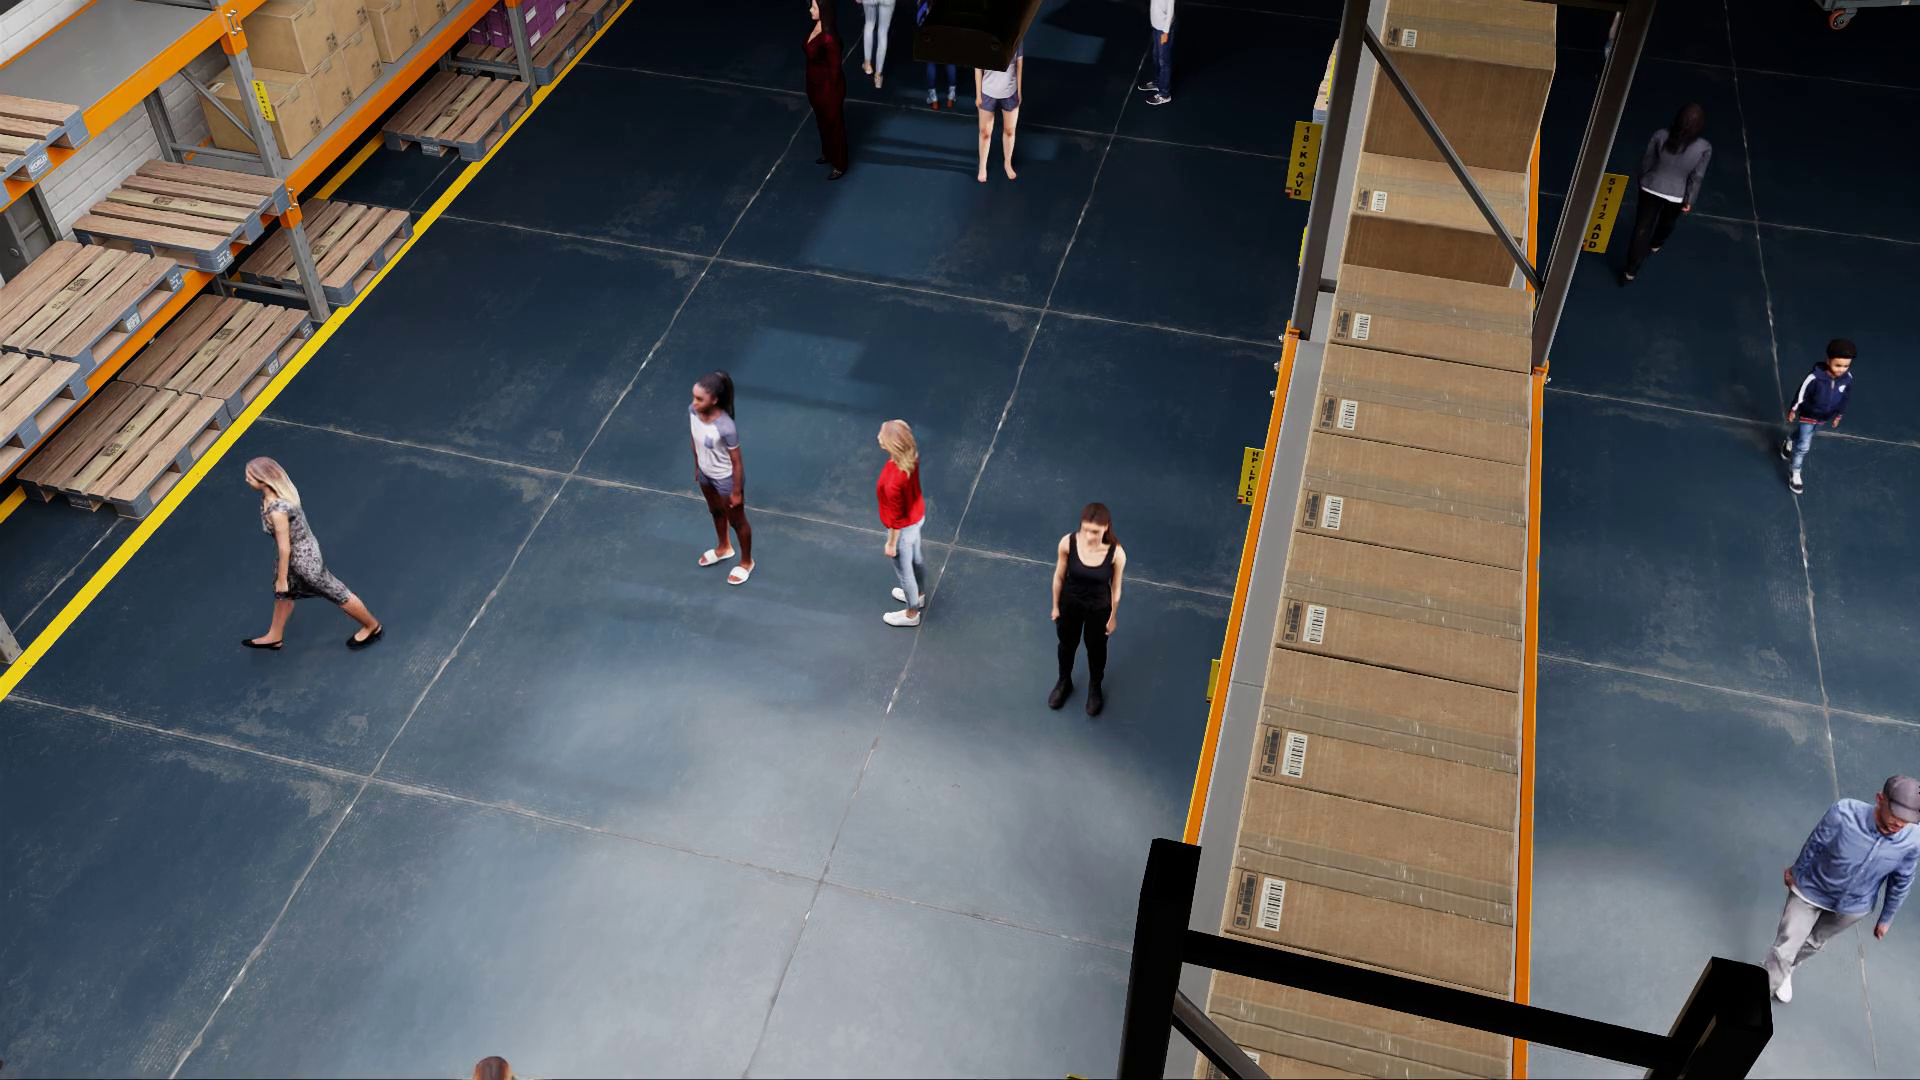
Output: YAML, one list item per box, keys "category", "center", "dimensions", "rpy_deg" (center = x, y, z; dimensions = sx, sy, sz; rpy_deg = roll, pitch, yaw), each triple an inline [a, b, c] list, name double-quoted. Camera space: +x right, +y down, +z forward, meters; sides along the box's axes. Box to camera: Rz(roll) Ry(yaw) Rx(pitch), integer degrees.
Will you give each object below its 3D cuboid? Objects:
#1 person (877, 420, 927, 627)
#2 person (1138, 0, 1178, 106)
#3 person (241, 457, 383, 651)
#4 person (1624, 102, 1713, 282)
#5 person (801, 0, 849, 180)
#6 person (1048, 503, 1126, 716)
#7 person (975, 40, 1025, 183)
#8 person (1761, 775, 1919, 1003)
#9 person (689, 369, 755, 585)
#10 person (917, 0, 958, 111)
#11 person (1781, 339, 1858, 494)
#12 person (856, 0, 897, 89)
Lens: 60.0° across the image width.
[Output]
- category: "person"
  center: [-0.374, -0.106, 10.959]
  dimensions: [0.671, 1.703, 0.439]
  rpy_deg: [11, 45, 11]
- category: "person"
  center: [2.002, -5.040, 16.244]
  dimensions: [0.679, 1.557, 0.577]
  rpy_deg: [-6, 44, -7]
- category: "person"
  center: [-4.146, 0.117, 10.758]
  dimensions: [1.065, 1.659, 1.117]
  rpy_deg: [-14, 45, -14]
- category: "person"
  center: [5.916, -2.900, 14.002]
  dimensions: [0.807, 1.552, 1.132]
  rpy_deg: [18, 47, 18]
- category: "person"
  center: [-1.208, -4.153, 15.168]
  dimensions: [0.820, 1.758, 0.741]
  rpy_deg: [-17, 46, -17]
- category: "person"
  center: [0.791, 0.417, 10.421]
  dimensions: [0.574, 1.689, 0.537]
  rpy_deg: [11, 45, 11]
- category: "person"
  center: [0.363, -4.073, 15.122]
  dimensions: [0.664, 1.706, 0.650]
  rpy_deg: [-7, 44, -7]
- category: "person"
  center: [4.647, 1.810, 8.827]
  dimensions: [0.720, 1.870, 0.887]
  rpy_deg: [15, 46, 15]
- category: "person"
  center: [-1.622, -0.430, 11.286]
  dimensions: [0.695, 1.721, 0.702]
  rpy_deg: [33, 53, 30]
- category: "person"
  center: [-0.199, -4.965, 16.120]
  dimensions: [0.698, 1.621, 0.693]
  rpy_deg: [-7, 44, -7]
- category: "person"
  center: [6.299, -0.989, 12.248]
  dimensions: [0.637, 1.205, 0.864]
  rpy_deg: [1, 44, 1]
- category: "person"
  center: [-0.777, -5.294, 16.361]
  dimensions: [0.704, 1.765, 0.777]
  rpy_deg: [0, 44, 0]
